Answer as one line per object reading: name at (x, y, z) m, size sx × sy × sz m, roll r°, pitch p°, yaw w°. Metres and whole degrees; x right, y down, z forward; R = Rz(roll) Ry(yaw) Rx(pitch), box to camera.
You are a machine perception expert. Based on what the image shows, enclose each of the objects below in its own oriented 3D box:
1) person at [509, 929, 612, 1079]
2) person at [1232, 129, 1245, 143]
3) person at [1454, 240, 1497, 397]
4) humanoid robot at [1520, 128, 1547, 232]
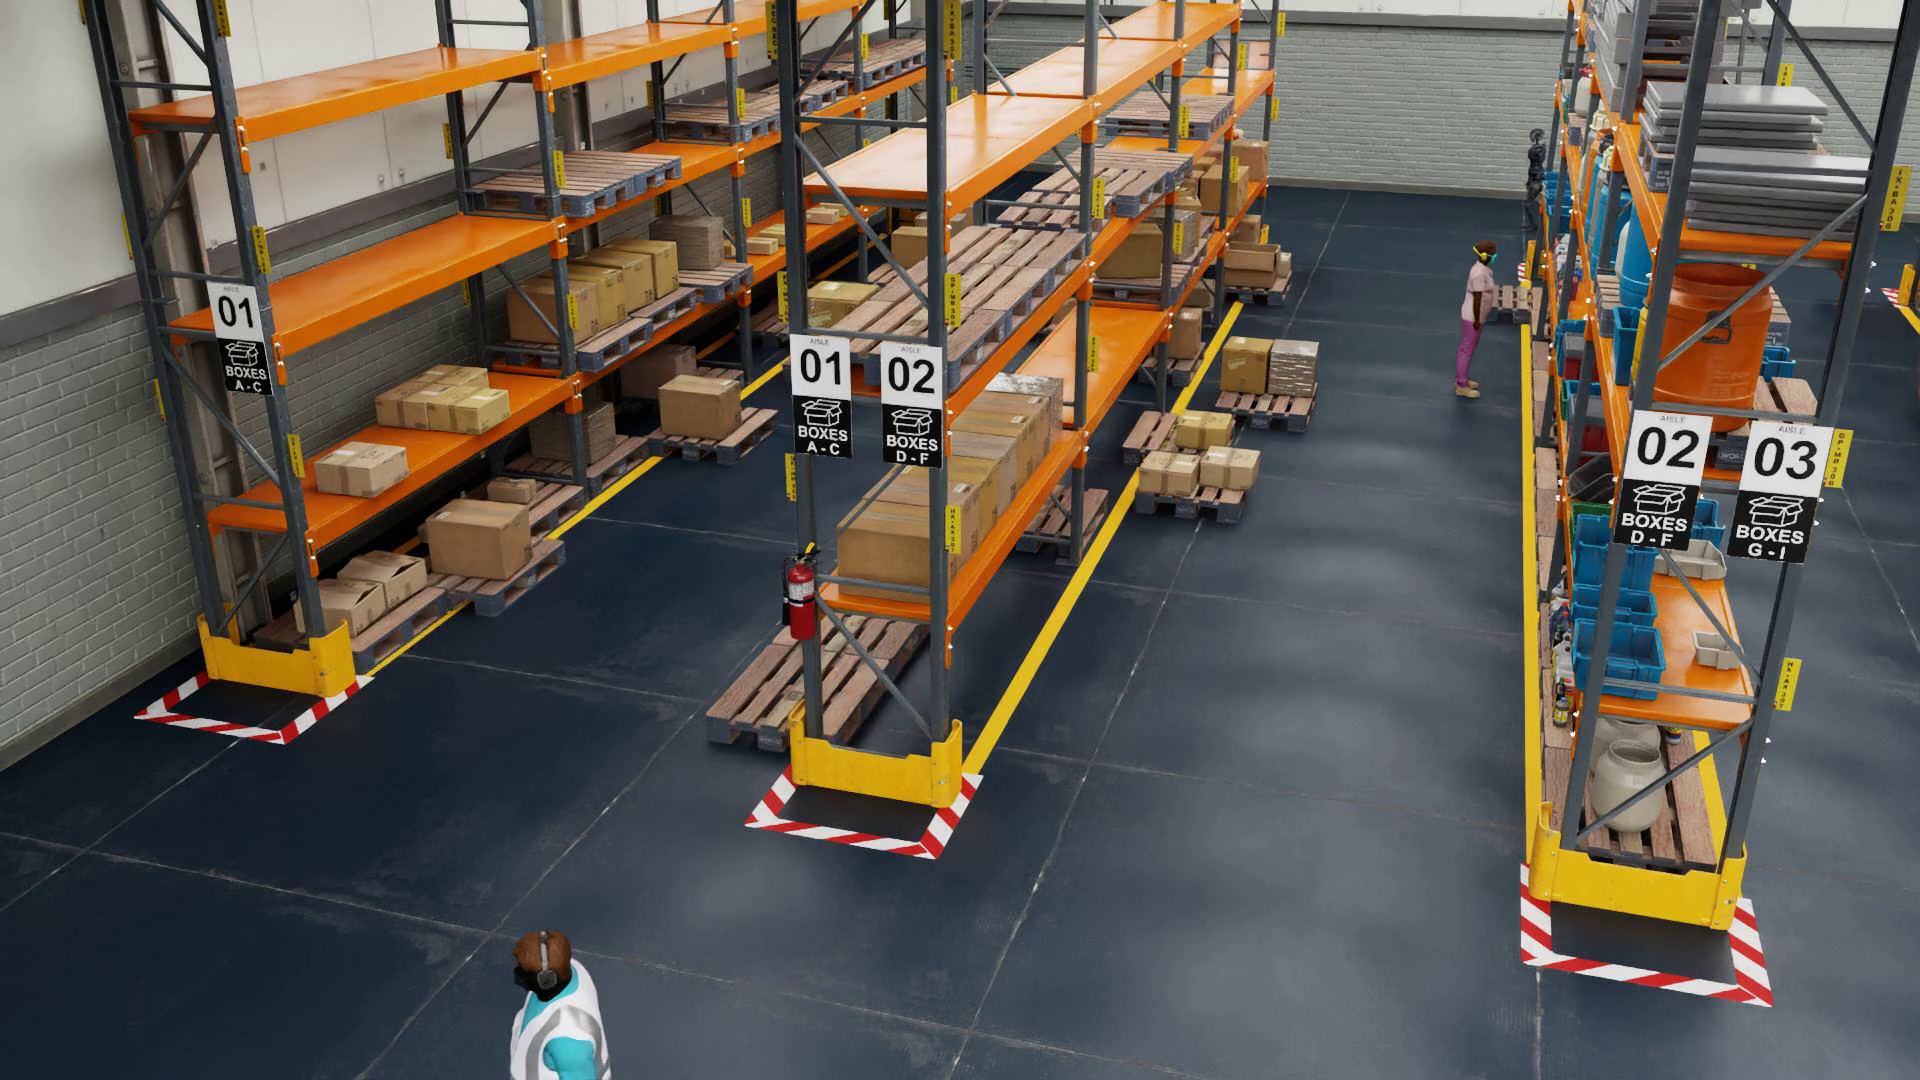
person at (-1.754, 2.506, 7.377) m, size 0.431 × 1.844 × 0.622 m, roll -7°, pitch 24°, yaw -16°
person at (4.438, -5.819, 26.918) m, size 0.954 × 1.633 × 0.505 m, roll 5°, pitch 24°, yaw 12°
person at (5.955, -2.569, 19.195) m, size 0.334 × 1.800 × 0.521 m, roll 7°, pitch 24°, yaw 16°
humanoid robot at (9.299, -5.813, 26.883) m, size 0.310 × 1.650 × 0.611 m, roll 2°, pitch 23°, yaw 4°
